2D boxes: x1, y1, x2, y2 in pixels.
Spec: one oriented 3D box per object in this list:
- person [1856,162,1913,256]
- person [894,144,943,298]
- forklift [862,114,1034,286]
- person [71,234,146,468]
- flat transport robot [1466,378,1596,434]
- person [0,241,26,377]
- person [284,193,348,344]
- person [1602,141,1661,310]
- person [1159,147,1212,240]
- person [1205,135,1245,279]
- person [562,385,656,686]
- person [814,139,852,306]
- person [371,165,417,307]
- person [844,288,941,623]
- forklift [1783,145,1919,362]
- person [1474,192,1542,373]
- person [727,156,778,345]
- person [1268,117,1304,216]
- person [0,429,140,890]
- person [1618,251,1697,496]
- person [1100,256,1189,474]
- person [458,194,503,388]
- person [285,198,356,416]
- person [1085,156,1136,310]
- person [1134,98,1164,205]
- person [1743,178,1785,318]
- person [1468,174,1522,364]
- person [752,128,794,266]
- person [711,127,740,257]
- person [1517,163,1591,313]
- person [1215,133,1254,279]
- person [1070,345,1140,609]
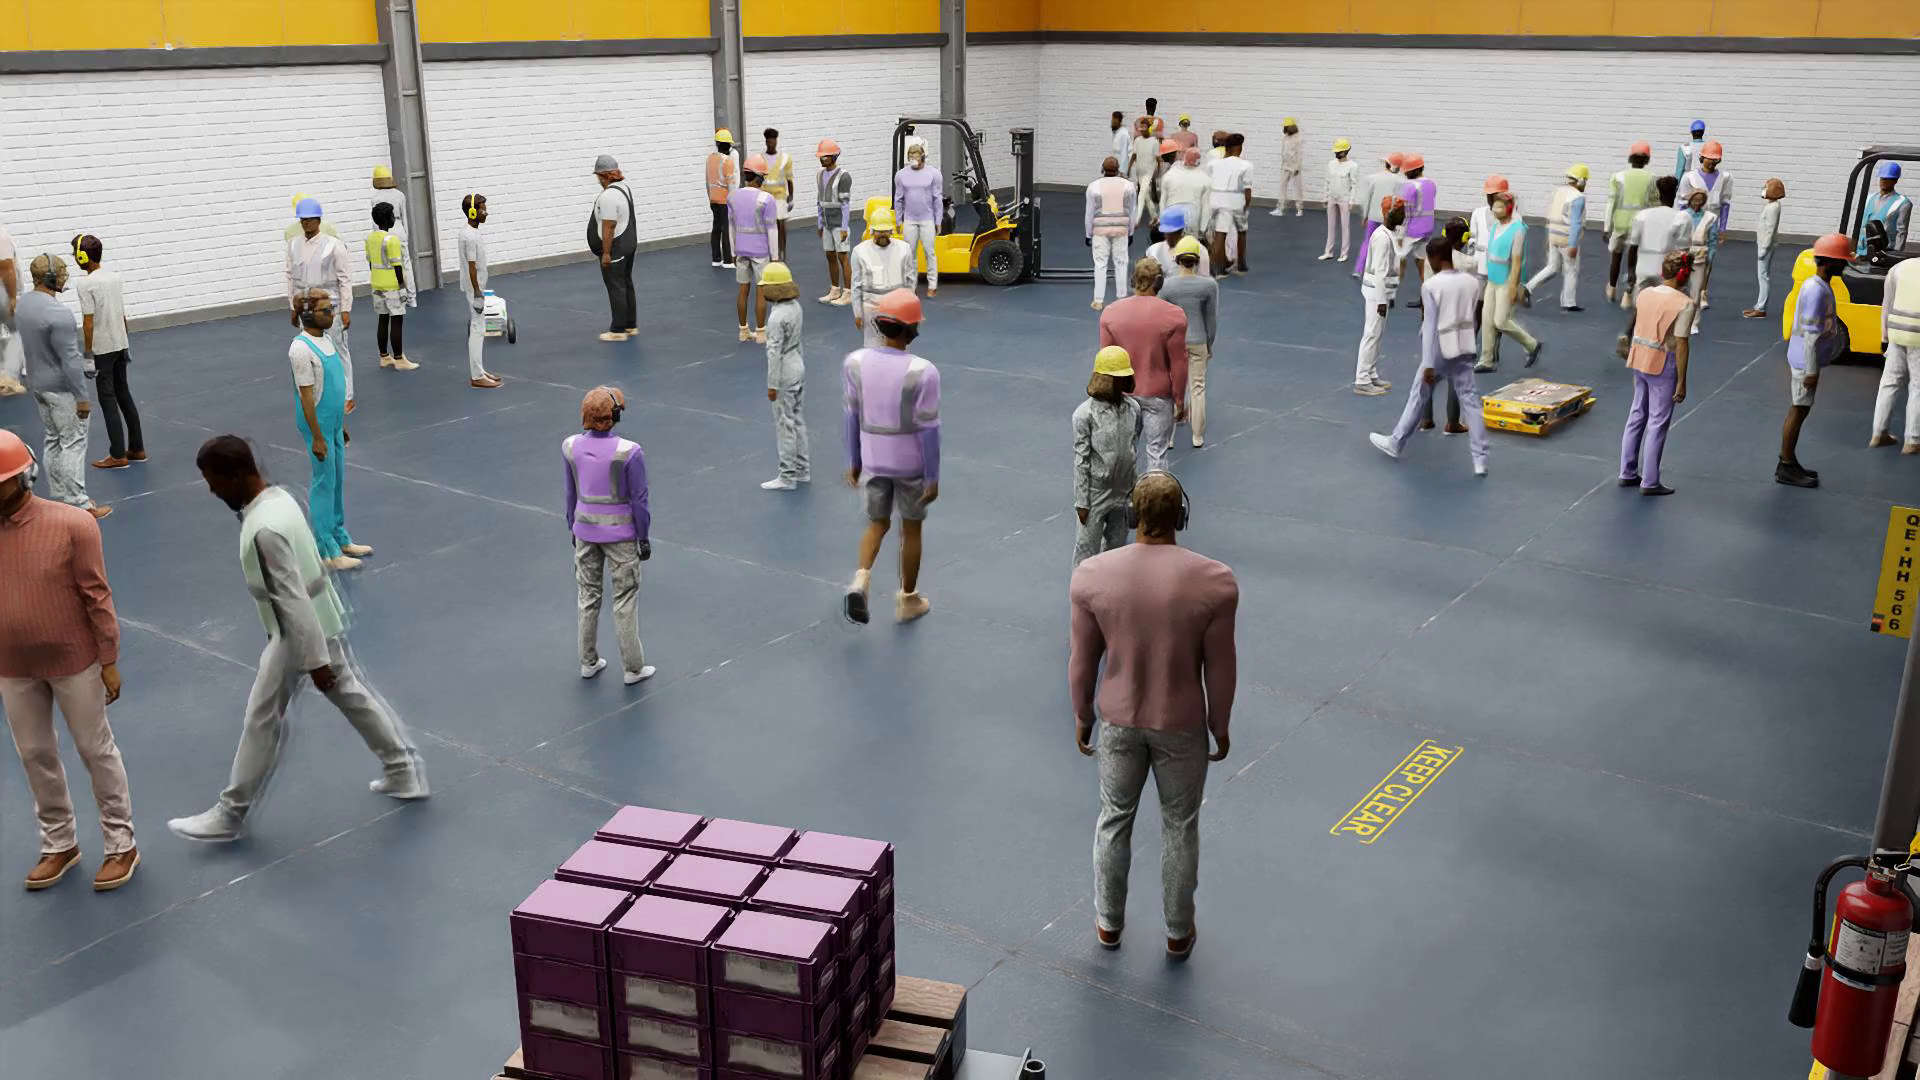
[{"bbox_3d":[10.101,-3.171,18.322,0.380,1.951,0.605,-8,19,-23],"label":"person"},{"bbox_3d":[-0.528,-4.042,21.091,0.636,1.928,0.376,4,18,13],"label":"person"},{"bbox_3d":[-0.171,-4.594,22.377,2.313,2.155,1.214,1,18,3],"label":"forklift"},{"bbox_3d":[-6.805,-1.495,13.241,0.347,1.857,0.526,2,18,7],"label":"person"},{"bbox_3d":[5.148,-1.219,14.930,0.652,0.197,1.431,14,22,36],"label":"flat transport robot"},{"bbox_3d":[-9.518,-2.415,16.462,0.515,1.639,0.314,-4,18,-12],"label":"person"},{"bbox_3d":[-6.715,-2.770,17.399,0.560,1.735,0.572,-3,18,-9],"label":"person"},{"bbox_3d":[8.253,-3.881,20.465,0.634,1.994,1.011,6,19,18],"label":"person"},{"bbox_3d":[2.841,-4.022,21.101,0.661,1.880,0.715,3,18,8],"label":"person"},{"bbox_3d":[3.601,-4.539,22.669,0.640,1.901,1.058,13,22,35],"label":"person"},{"bbox_3d":[-1.902,-0.018,8.982,0.514,1.631,0.318,7,19,20],"label":"person"},{"bbox_3d":[-1.577,-3.900,20.480,0.417,2.035,0.601,-16,23,-40],"label":"person"},{"bbox_3d":[-6.952,-3.684,20.283,0.322,1.737,0.488,12,21,32],"label":"person"},{"bbox_3d":[-0.408,-0.446,9.680,0.620,2.022,0.636,8,19,23],"label":"person"},{"bbox_3d":[9.803,-2.879,17.013,2.313,2.155,1.214,12,21,33],"label":"forklift"},{"bbox_3d":[5.483,-2.558,16.616,0.678,1.818,0.593,-3,18,-9],"label":"person"},{"bbox_3d":[-2.224,-3.143,18.115,0.611,2.030,0.410,9,20,26],"label":"person"},{"bbox_3d":[5.853,-6.588,29.404,0.591,1.710,0.497,-13,22,-35],"label":"person"},{"bbox_3d":[-3.762,0.497,6.807,0.632,1.980,0.410,-1,18,-3],"label":"person"},{"bbox_3d":[5.226,-1.245,12.482,0.387,1.838,0.562,-5,18,-16],"label":"person"},{"bbox_3d":[1.272,-0.992,11.536,0.627,1.934,0.371,7,19,21],"label":"person"},{"bbox_3d":[-4.656,-2.400,16.064,0.323,1.861,0.510,-6,19,-18],"label":"person"},{"bbox_3d":[-5.741,-2.086,14.924,0.614,1.950,0.376,4,18,11],"label":"person"},{"bbox_3d":[1.821,-3.727,20.237,0.619,1.845,0.430,-1,18,-4],"label":"person"},{"bbox_3d":[3.538,-7.258,31.078,0.603,1.966,0.368,10,20,28],"label":"person"},{"bbox_3d":[9.547,-3.459,19.729,0.274,1.636,0.507,8,20,24],"label":"person"},{"bbox_3d":[5.459,-2.781,17.122,0.547,1.938,0.379,16,23,40],"label":"person"},{"bbox_3d":[-2.672,-4.813,23.490,0.614,1.920,0.912,0,18,1],"label":"person"},{"bbox_3d":[-3.477,-5.148,24.614,0.356,1.883,0.574,-17,24,-42],"label":"person"},{"bbox_3d":[7.168,-3.611,19.965,0.756,1.802,0.599,-3,18,-10],"label":"person"},{"bbox_3d":[3.736,-4.573,22.722,0.623,1.931,0.815,9,20,25],"label":"person"},{"bbox_3d":[0.850,-0.253,9.528,0.486,1.744,0.294,-14,22,-37],"label":"person"}]
